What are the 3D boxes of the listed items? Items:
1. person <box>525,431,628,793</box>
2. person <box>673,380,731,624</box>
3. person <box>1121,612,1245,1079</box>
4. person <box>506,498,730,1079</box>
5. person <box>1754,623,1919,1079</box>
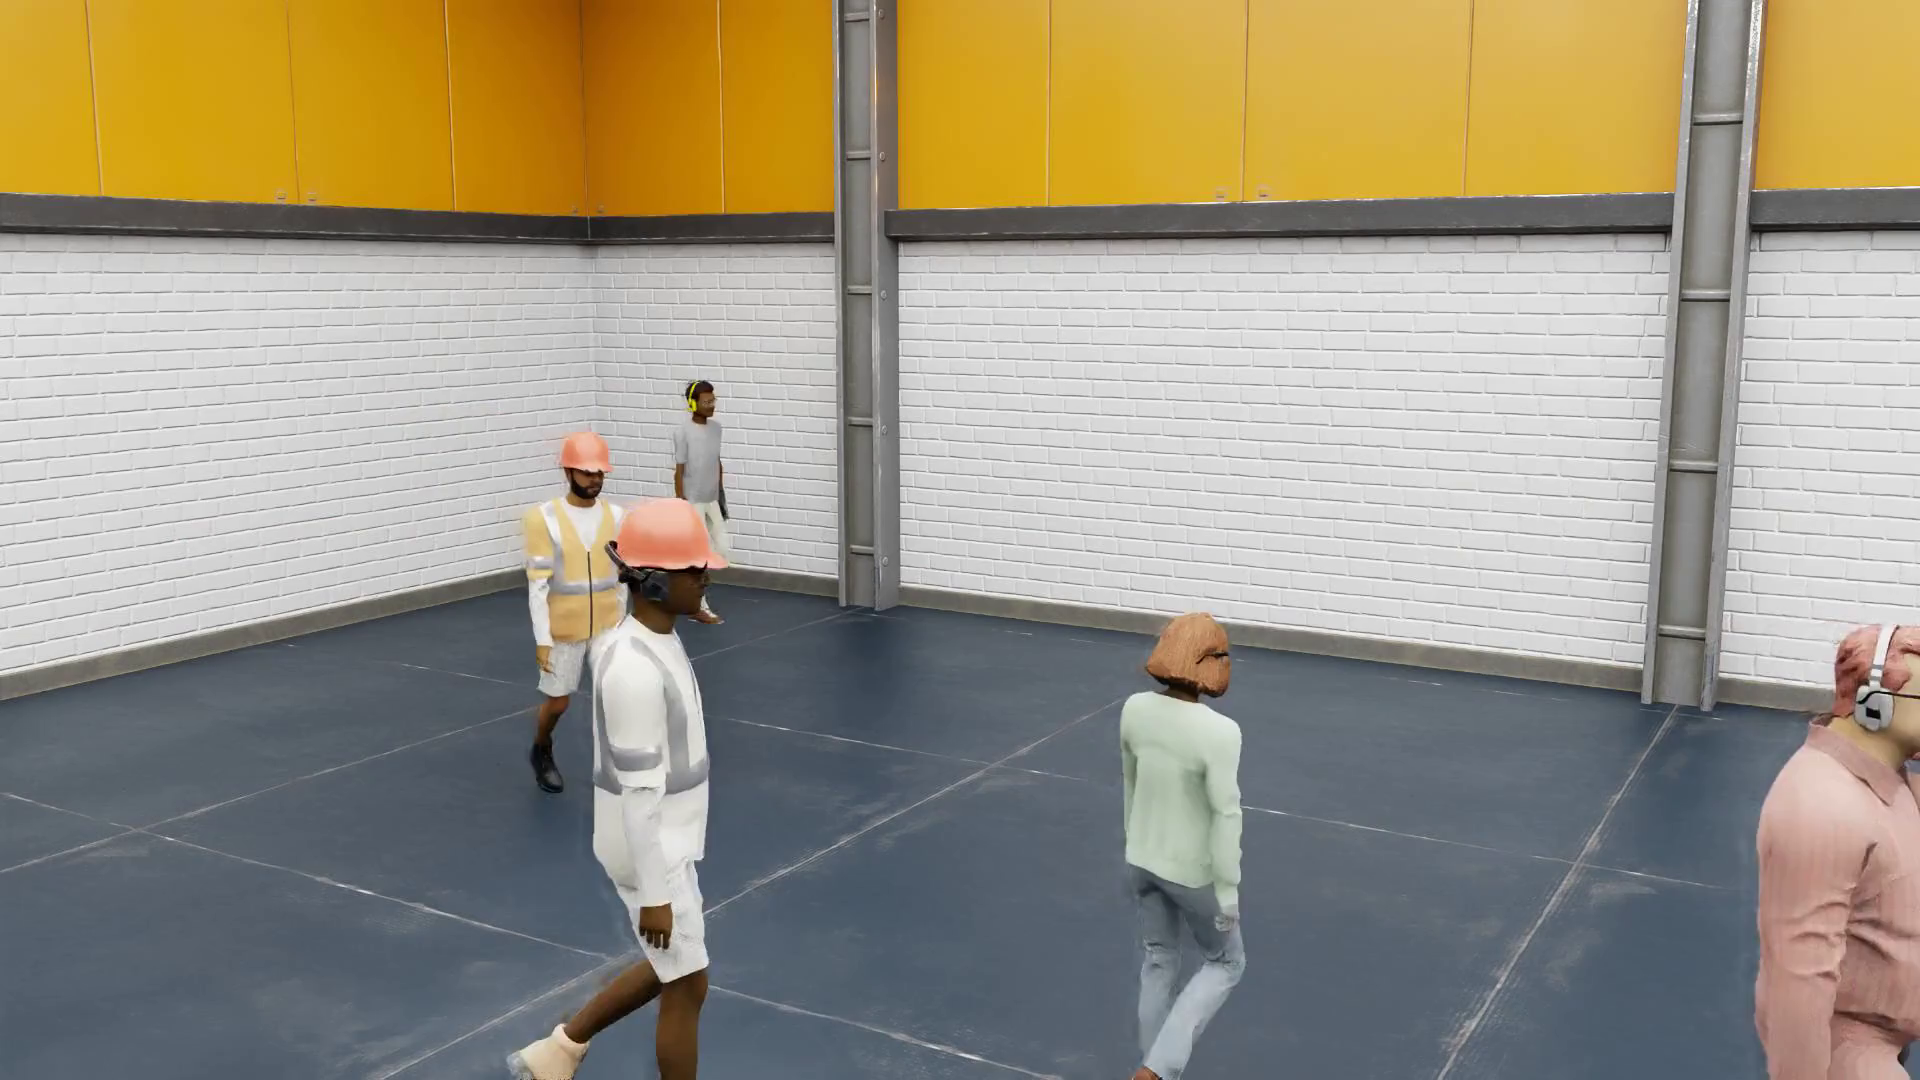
[{"bbox_3d":[-1.892,0.398,8.185,0.548,1.907,0.910,-6,11,-33],"label":"person"},{"bbox_3d":[-1.986,-0.292,12.631,0.480,1.854,0.543,6,11,31],"label":"person"},{"bbox_3d":[0.682,1.022,5.154,0.359,1.618,0.526,-7,12,-39],"label":"person"},{"bbox_3d":[-0.946,0.878,4.802,0.690,2.026,0.613,-1,9,-4],"label":"person"},{"bbox_3d":[2.031,1.119,3.683,0.508,1.892,0.671,6,11,34],"label":"person"}]
